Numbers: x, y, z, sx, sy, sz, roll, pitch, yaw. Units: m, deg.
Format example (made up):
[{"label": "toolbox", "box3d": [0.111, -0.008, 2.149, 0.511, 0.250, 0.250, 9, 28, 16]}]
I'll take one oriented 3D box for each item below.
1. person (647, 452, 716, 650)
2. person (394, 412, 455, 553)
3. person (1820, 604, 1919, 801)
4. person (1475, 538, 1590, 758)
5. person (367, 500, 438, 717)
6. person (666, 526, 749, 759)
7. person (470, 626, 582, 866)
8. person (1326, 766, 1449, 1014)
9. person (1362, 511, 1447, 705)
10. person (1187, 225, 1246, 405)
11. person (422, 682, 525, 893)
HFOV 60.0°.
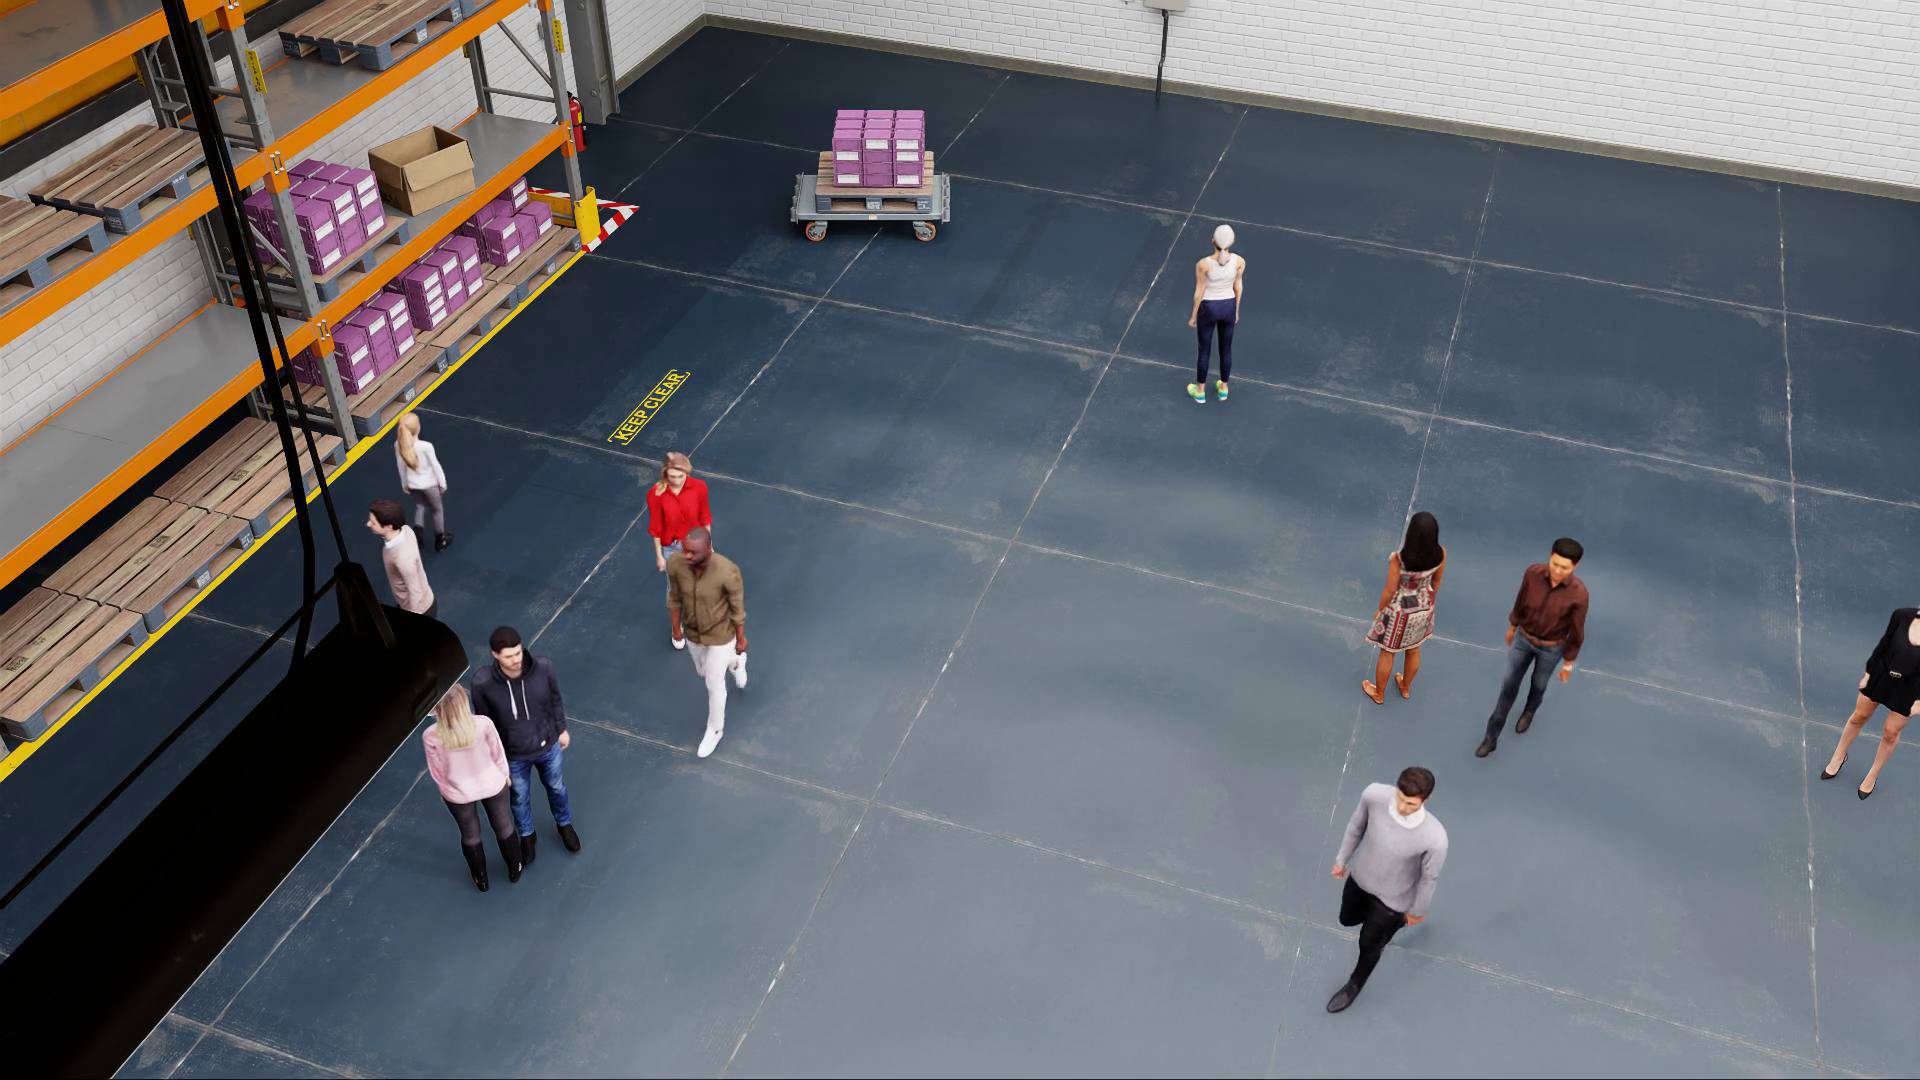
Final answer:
[{"label": "person", "box3d": [-2.009, 0.038, 12.052, 0.684, 1.705, 0.730, -14, 41, -17]}, {"label": "person", "box3d": [-4.209, -0.401, 12.950, 0.523, 1.270, 0.626, 9, 39, 11]}, {"label": "person", "box3d": [6.091, 0.968, 10.837, 0.642, 1.768, 0.643, 32, 48, 33]}, {"label": "person", "box3d": [3.951, 0.666, 11.230, 0.869, 1.749, 1.064, 27, 46, 30]}, {"label": "person", "box3d": [-3.757, 0.446, 11.458, 0.760, 1.808, 0.690, -14, 41, -17]}, {"label": "person", "box3d": [-1.658, 0.577, 11.306, 0.732, 1.793, 1.043, 15, 41, 17]}, {"label": "person", "box3d": [-2.700, 1.248, 10.386, 0.755, 1.893, 0.803, -14, 41, -17]}, {"label": "person", "box3d": [2.486, 1.923, 9.536, 1.146, 1.900, 1.040, -25, 45, -28]}, {"label": "person", "box3d": [3.105, 0.472, 11.556, 0.724, 1.645, 0.738, -10, 40, -12]}, {"label": "person", "box3d": [2.250, -1.976, 14.577, 0.682, 1.702, 0.693, -6, 39, -7]}, {"label": "person", "box3d": [-2.985, 1.513, 10.218, 0.689, 1.688, 0.724, -11, 40, -13]}]
